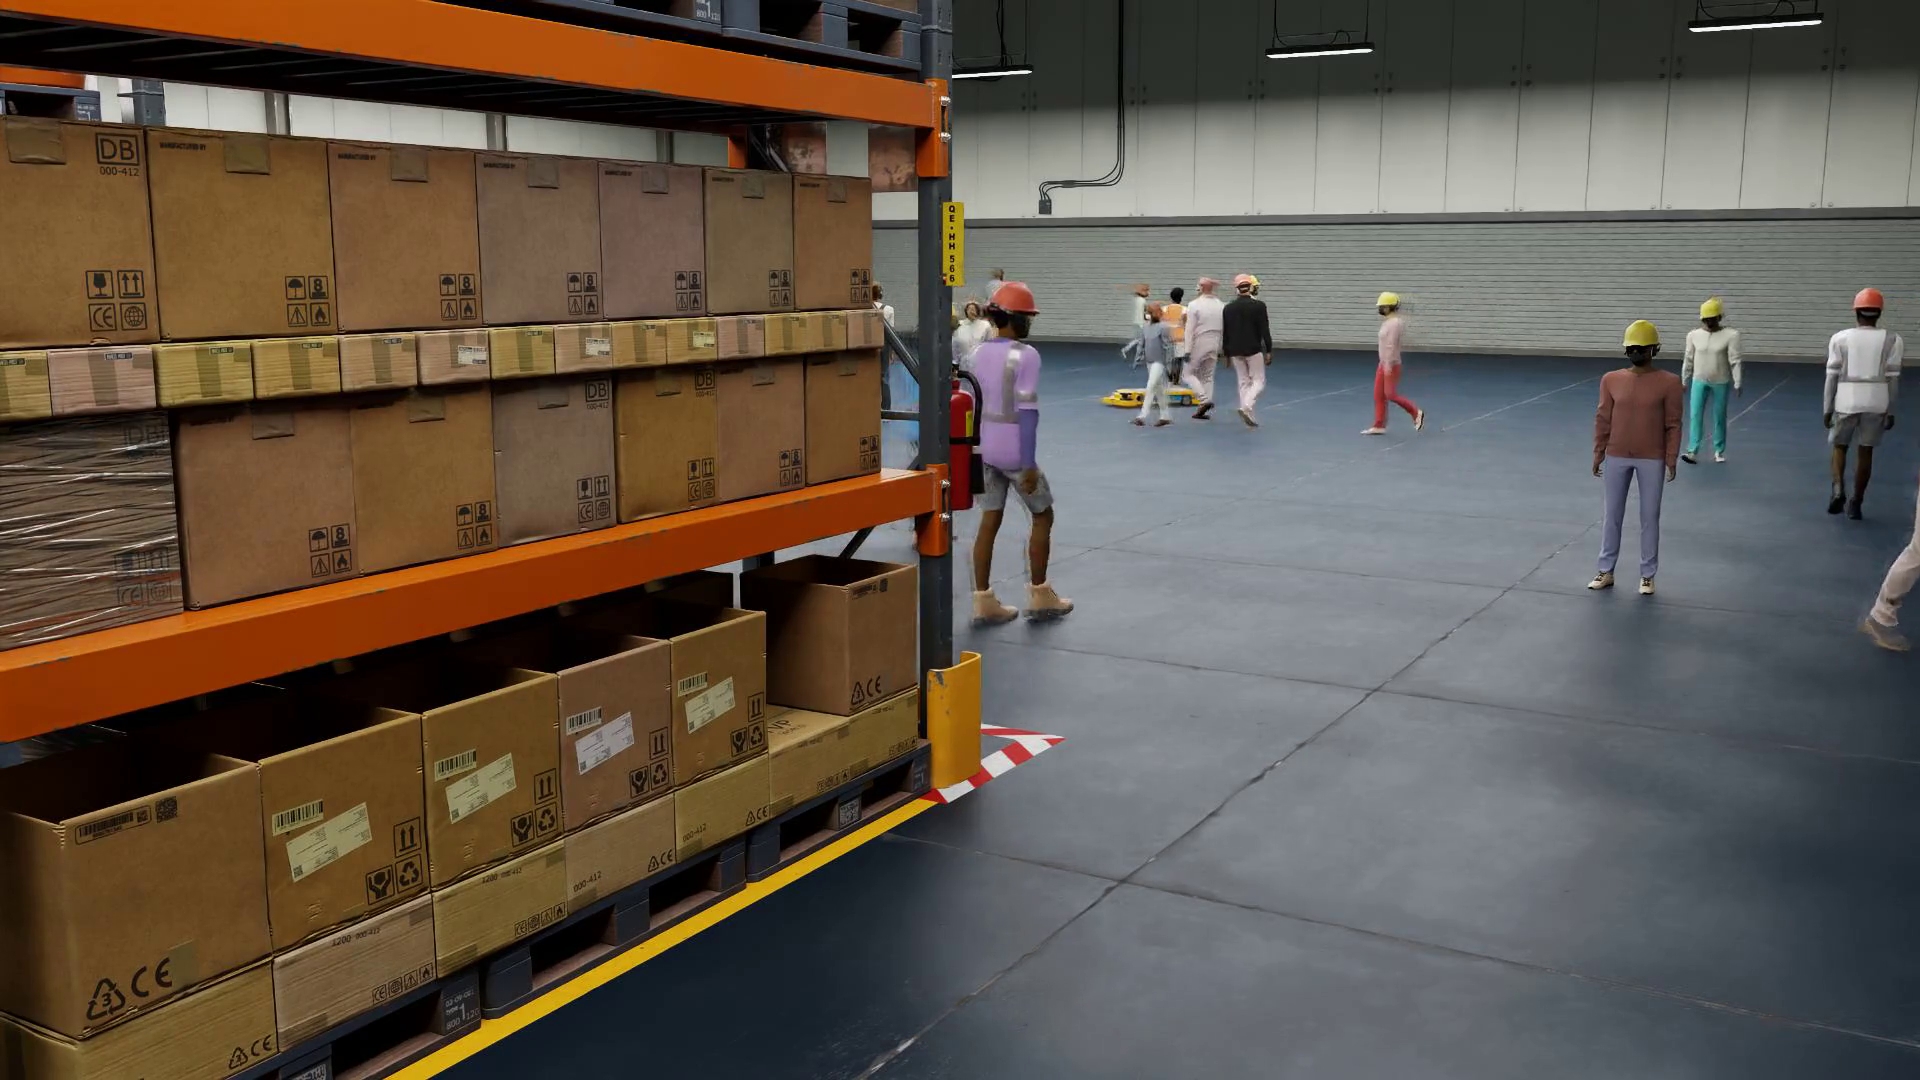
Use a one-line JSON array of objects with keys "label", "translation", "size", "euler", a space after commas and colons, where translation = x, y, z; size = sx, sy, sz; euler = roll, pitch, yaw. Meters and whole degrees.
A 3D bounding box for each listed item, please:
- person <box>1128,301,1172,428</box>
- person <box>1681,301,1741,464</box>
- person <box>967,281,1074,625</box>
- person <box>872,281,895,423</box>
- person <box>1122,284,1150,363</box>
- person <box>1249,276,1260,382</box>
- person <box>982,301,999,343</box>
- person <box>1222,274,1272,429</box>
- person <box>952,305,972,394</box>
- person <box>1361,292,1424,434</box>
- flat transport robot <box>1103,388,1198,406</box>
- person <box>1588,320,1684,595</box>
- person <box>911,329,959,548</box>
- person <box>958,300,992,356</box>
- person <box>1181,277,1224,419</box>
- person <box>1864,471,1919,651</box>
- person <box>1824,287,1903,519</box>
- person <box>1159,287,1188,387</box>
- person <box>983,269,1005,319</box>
[{"label": "person", "translation": [2.374, -2.209, 21.044], "size": [0.812, 1.595, 0.530], "euler": [-5, 11, -28]}, {"label": "person", "translation": [7.850, -1.639, 17.398], "size": [0.607, 1.704, 0.921], "euler": [7, 12, 35]}, {"label": "person", "translation": [0.374, -0.516, 9.910], "size": [0.806, 2.017, 0.651], "euler": [-8, 12, -38]}, {"label": "person", "translation": [-1.102, -2.437, 21.684], "size": [0.507, 1.846, 0.345], "euler": [-1, 10, -8]}, {"label": "person", "translation": [3.626, -4.388, 33.781], "size": [0.565, 1.616, 0.513], "euler": [0, 10, -1]}, {"label": "person", "translation": [5.037, -3.663, 28.882], "size": [0.403, 1.837, 0.590], "euler": [1, 10, 8]}, {"label": "person", "translation": [0.340, -2.345, 21.850], "size": [0.794, 1.603, 0.521], "euler": [8, 12, 38]}, {"label": "person", "translation": [3.582, -2.363, 20.933], "size": [0.673, 1.949, 0.596], "euler": [6, 12, 33]}, {"label": "person", "translation": [-0.165, -1.520, 16.677], "size": [0.837, 1.704, 0.508], "euler": [-7, 12, -37]}, {"label": "person", "translation": [5.273, -2.139, 20.211], "size": [0.650, 1.746, 0.537], "euler": [0, 10, -3]}, {"label": "flat transport robot", "translation": [2.875, -2.099, 24.296], "size": [1.431, 0.197, 0.652], "euler": [-4, 10, -21]}, {"label": "person", "translation": [4.360, -0.530, 10.746], "size": [0.534, 1.767, 0.317], "euler": [7, 12, 34]}, {"label": "person", "translation": [-0.132, -0.776, 12.417], "size": [0.557, 1.677, 0.545], "euler": [-3, 10, -17]}, {"label": "person", "translation": [0.154, -2.192, 20.876], "size": [0.521, 1.630, 0.415], "euler": [0, 10, 0]}, {"label": "person", "translation": [3.225, -2.544, 22.142], "size": [0.666, 1.895, 0.429], "euler": [-6, 12, -33]}, {"label": "person", "translation": [5.294, -0.290, 8.836], "size": [0.607, 1.952, 1.024], "euler": [-2, 10, -10]}, {"label": "person", "translation": [7.436, -1.114, 13.729], "size": [0.546, 1.923, 0.438], "euler": [5, 11, 29]}, {"label": "person", "translation": [3.490, -3.210, 26.701], "size": [0.548, 1.670, 0.693], "euler": [4, 11, 23]}, {"label": "person", "translation": [0.875, -4.855, 35.677], "size": [0.955, 1.898, 0.642], "euler": [-8, 12, -39]}]
